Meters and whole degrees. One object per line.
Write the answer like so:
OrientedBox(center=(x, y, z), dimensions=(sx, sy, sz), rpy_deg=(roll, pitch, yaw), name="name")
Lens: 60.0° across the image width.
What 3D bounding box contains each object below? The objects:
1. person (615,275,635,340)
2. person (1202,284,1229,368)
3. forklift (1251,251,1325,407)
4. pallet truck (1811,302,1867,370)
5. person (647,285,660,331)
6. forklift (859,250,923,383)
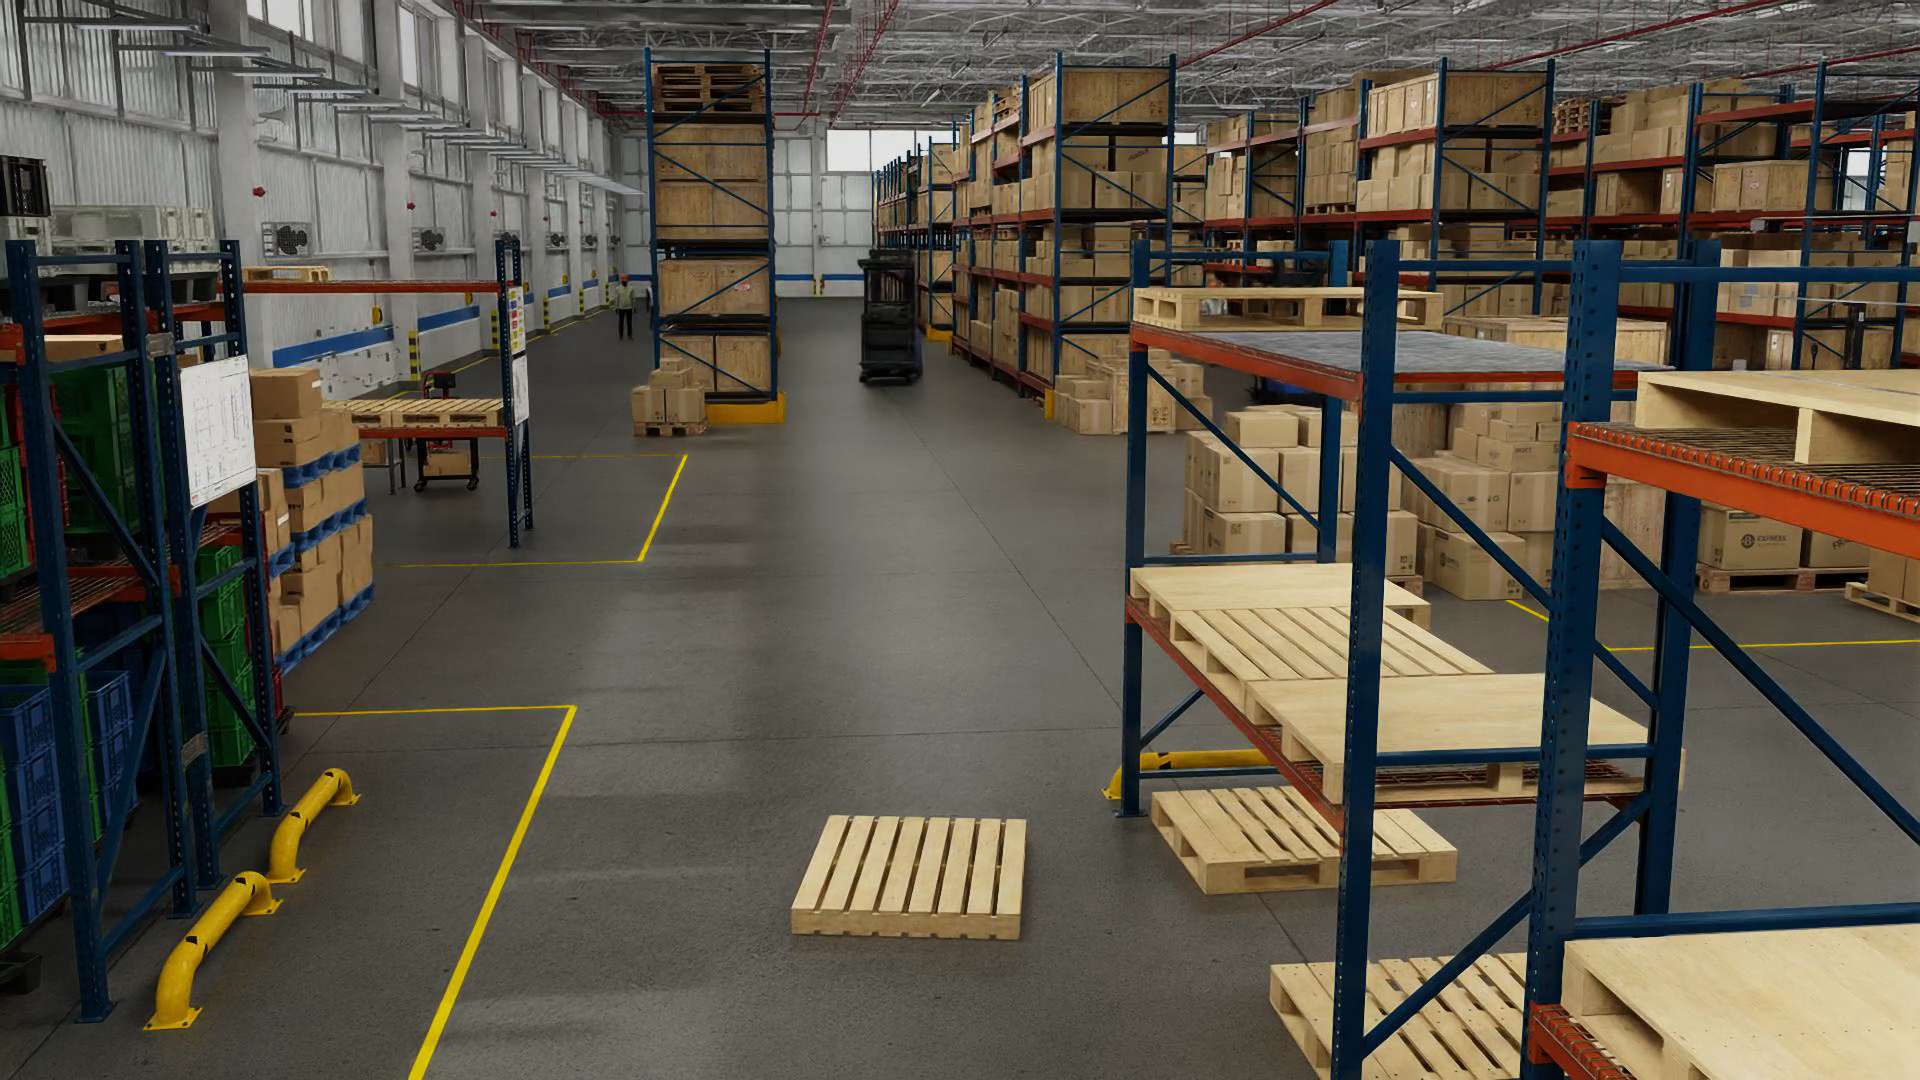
OrientedBox(center=(-10.205, -7.089, 50.700), dimensions=(0.617, 1.988, 0.403), rpy_deg=(-4, 11, -23), name="person")
OrientedBox(center=(6.100, -5.110, 39.738), dimensions=(0.631, 1.983, 1.066), rpy_deg=(-1, 10, -4), name="person")
OrientedBox(center=(6.158, -3.857, 30.307), dimensions=(1.129, 2.768, 1.873), rpy_deg=(-1, 10, -6), name="forklift")
OrientedBox(center=(15.846, -3.142, 28.793), dimensions=(1.885, 1.965, 0.823), rpy_deg=(2, 10, 12), name="pallet truck")
OrientedBox(center=(-9.510, -7.320, 52.263), dimensions=(0.594, 1.890, 0.731), rpy_deg=(-4, 11, -23), name="person")
OrientedBox(center=(-1.449, -4.820, 35.642), dimensions=(1.129, 2.768, 1.873), rpy_deg=(1, 10, 8), name="forklift")
